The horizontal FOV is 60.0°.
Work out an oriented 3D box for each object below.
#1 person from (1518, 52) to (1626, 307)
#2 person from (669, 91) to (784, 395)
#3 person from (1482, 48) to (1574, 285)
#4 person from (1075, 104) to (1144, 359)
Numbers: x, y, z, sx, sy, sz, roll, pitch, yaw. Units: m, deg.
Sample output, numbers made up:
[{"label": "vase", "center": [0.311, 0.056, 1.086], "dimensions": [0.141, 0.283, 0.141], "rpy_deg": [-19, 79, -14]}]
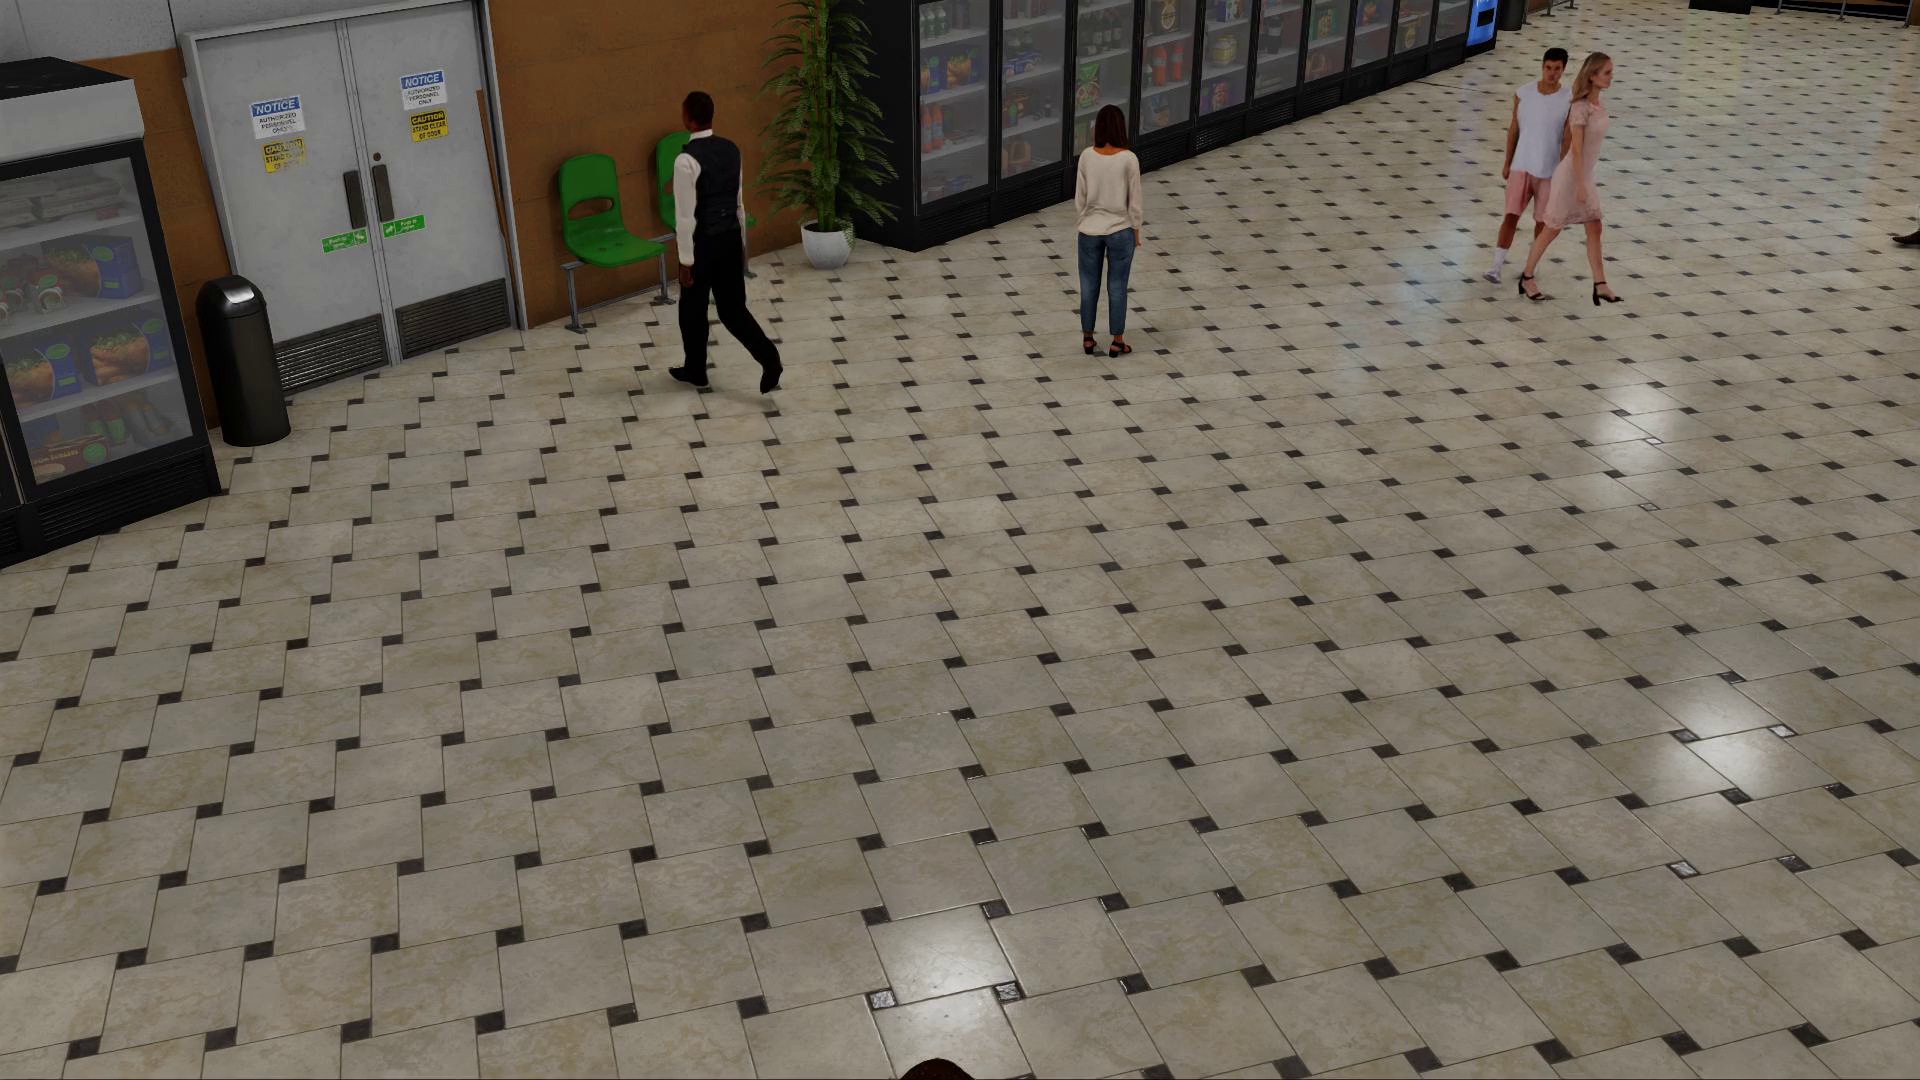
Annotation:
[{"label": "person", "center": [4.300, -2.560, 11.923], "dimensions": [0.634, 1.798, 1.019], "rpy_deg": [-24, 35, -39]}, {"label": "person", "center": [-1.477, -1.779, 10.282], "dimensions": [1.152, 1.890, 0.715], "rpy_deg": [22, 34, 37]}, {"label": "person", "center": [4.349, -2.792, 12.442], "dimensions": [1.023, 1.742, 0.826], "rpy_deg": [16, 31, 28]}, {"label": "person", "center": [0.972, -2.040, 11.025], "dimensions": [0.564, 1.683, 0.728], "rpy_deg": [12, 29, 23]}]
